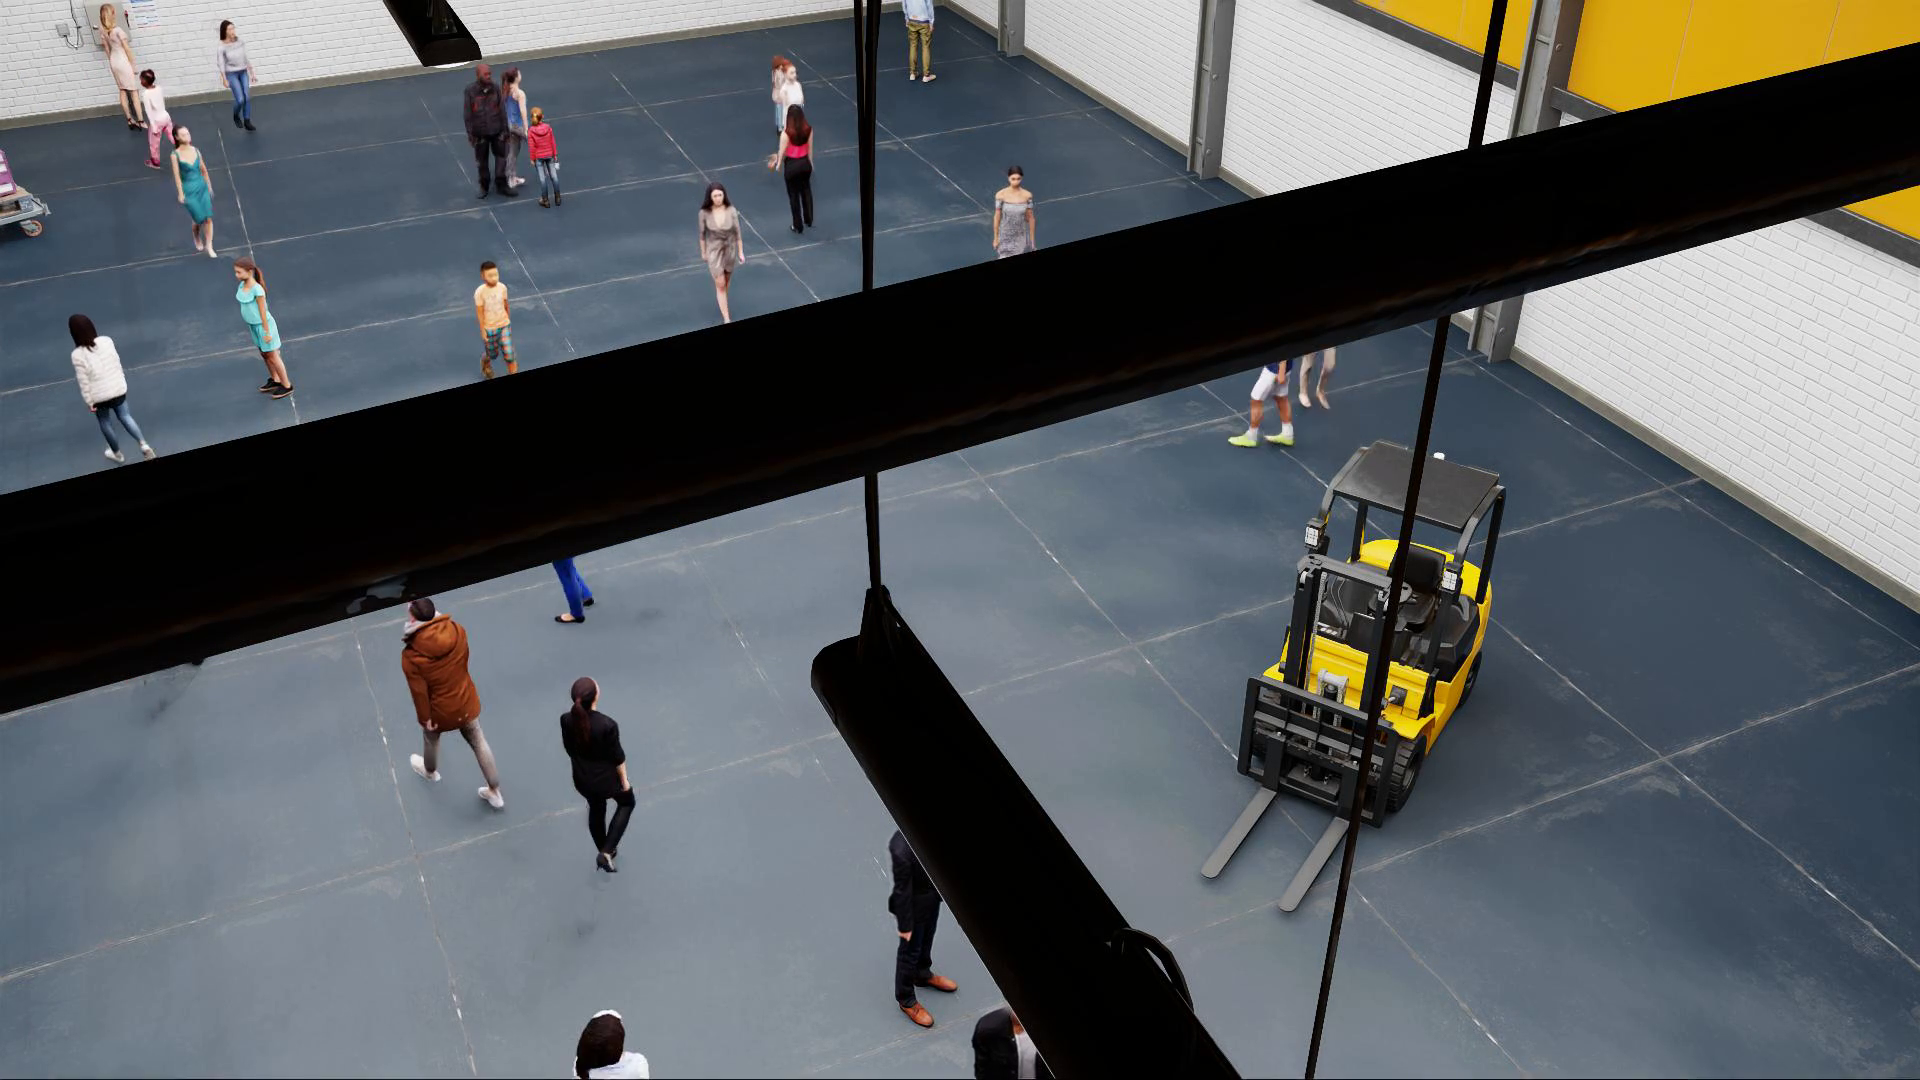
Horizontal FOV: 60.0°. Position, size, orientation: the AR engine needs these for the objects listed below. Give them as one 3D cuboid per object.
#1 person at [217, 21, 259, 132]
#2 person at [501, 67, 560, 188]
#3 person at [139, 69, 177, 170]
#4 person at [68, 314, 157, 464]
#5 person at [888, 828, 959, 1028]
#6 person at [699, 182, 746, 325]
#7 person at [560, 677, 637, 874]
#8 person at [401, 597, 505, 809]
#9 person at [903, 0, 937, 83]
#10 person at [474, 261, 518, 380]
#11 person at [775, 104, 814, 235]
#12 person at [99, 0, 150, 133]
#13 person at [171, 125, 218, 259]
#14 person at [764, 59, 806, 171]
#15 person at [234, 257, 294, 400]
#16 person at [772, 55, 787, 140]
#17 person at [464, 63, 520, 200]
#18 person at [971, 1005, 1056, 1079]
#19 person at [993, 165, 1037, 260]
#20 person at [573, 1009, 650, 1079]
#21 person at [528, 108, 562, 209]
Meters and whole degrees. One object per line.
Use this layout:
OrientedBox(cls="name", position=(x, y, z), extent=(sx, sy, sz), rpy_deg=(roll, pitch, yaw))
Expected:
OrientedBox(cls="person", position=(-10.520, -6.723, 24.094), extent=(0.780, 1.619, 0.739), rpy_deg=(21, 39, 28))
OrientedBox(cls="person", position=(-5.966, -5.502, 22.294), extent=(1.026, 1.577, 0.941), rpy_deg=(24, 41, 32))
OrientedBox(cls="person", position=(-10.897, -5.729, 22.786), extent=(1.044, 1.410, 0.983), rpy_deg=(11, 35, 16))
OrientedBox(cls="person", position=(-8.241, -1.433, 16.133), extent=(1.032, 1.621, 0.880), rpy_deg=(22, 39, 29))
OrientedBox(cls="person", position=(-0.253, 2.244, 10.439), extent=(0.787, 1.800, 0.762), rpy_deg=(17, 37, 24))
OrientedBox(cls="person", position=(-2.706, -3.242, 18.786), extent=(0.669, 1.697, 1.129), rpy_deg=(-11, 35, -16))
OrientedBox(cls="person", position=(-2.510, 1.687, 11.417), extent=(0.778, 1.646, 0.838), rpy_deg=(10, 35, 15))
OrientedBox(cls="person", position=(-3.633, 1.208, 12.010), extent=(1.223, 1.787, 0.990), rpy_deg=(26, 42, 34))
OrientedBox(cls="person", position=(-0.631, -8.090, 25.976), extent=(0.733, 1.812, 0.821), rpy_deg=(15, 37, 22))
OrientedBox(cls="person", position=(-4.933, -2.258, 17.539), extent=(0.655, 1.438, 0.976), rpy_deg=(-23, 40, -31))
OrientedBox(cls="person", position=(-2.034, -4.658, 20.954), extent=(0.653, 1.655, 0.677), rpy_deg=(-22, 40, -30))
OrientedBox(cls="person", position=(-12.138, -6.835, 24.071), extent=(0.634, 1.829, 0.698), rpy_deg=(10, 35, 14))
OrientedBox(cls="person", position=(-9.390, -4.251, 20.327), extent=(0.755, 1.672, 0.705), rpy_deg=(24, 40, 31))
OrientedBox(cls="person", position=(-2.281, -5.498, 22.110), extent=(1.041, 1.775, 0.884), rpy_deg=(21, 39, 28))
OrientedBox(cls="person", position=(-7.309, -2.242, 17.408), extent=(0.560, 1.557, 0.673), rpy_deg=(27, 42, 34))
OrientedBox(cls="person", position=(-2.609, -6.409, 24.004), extent=(0.553, 1.194, 0.422), rpy_deg=(-12, 35, -17))
OrientedBox(cls="person", position=(-6.241, -5.401, 21.916), extent=(0.738, 1.827, 0.745), rpy_deg=(-15, 37, -22))
OrientedBox(cls="person", position=(0.322, 3.034, 9.245), extent=(0.772, 1.807, 0.738), rpy_deg=(-1, 34, -2))
OrientedBox(cls="person", position=(0.583, -3.454, 19.002), extent=(0.689, 1.811, 0.703), rpy_deg=(-8, 34, -11))
OrientedBox(cls="person", position=(-1.821, 3.281, 8.915), extent=(0.888, 1.760, 1.243), rpy_deg=(-3, 34, -4))
OrientedBox(cls="person", position=(-5.450, -5.018, 21.804), extent=(0.521, 1.313, 0.504), rpy_deg=(-17, 37, -24))
